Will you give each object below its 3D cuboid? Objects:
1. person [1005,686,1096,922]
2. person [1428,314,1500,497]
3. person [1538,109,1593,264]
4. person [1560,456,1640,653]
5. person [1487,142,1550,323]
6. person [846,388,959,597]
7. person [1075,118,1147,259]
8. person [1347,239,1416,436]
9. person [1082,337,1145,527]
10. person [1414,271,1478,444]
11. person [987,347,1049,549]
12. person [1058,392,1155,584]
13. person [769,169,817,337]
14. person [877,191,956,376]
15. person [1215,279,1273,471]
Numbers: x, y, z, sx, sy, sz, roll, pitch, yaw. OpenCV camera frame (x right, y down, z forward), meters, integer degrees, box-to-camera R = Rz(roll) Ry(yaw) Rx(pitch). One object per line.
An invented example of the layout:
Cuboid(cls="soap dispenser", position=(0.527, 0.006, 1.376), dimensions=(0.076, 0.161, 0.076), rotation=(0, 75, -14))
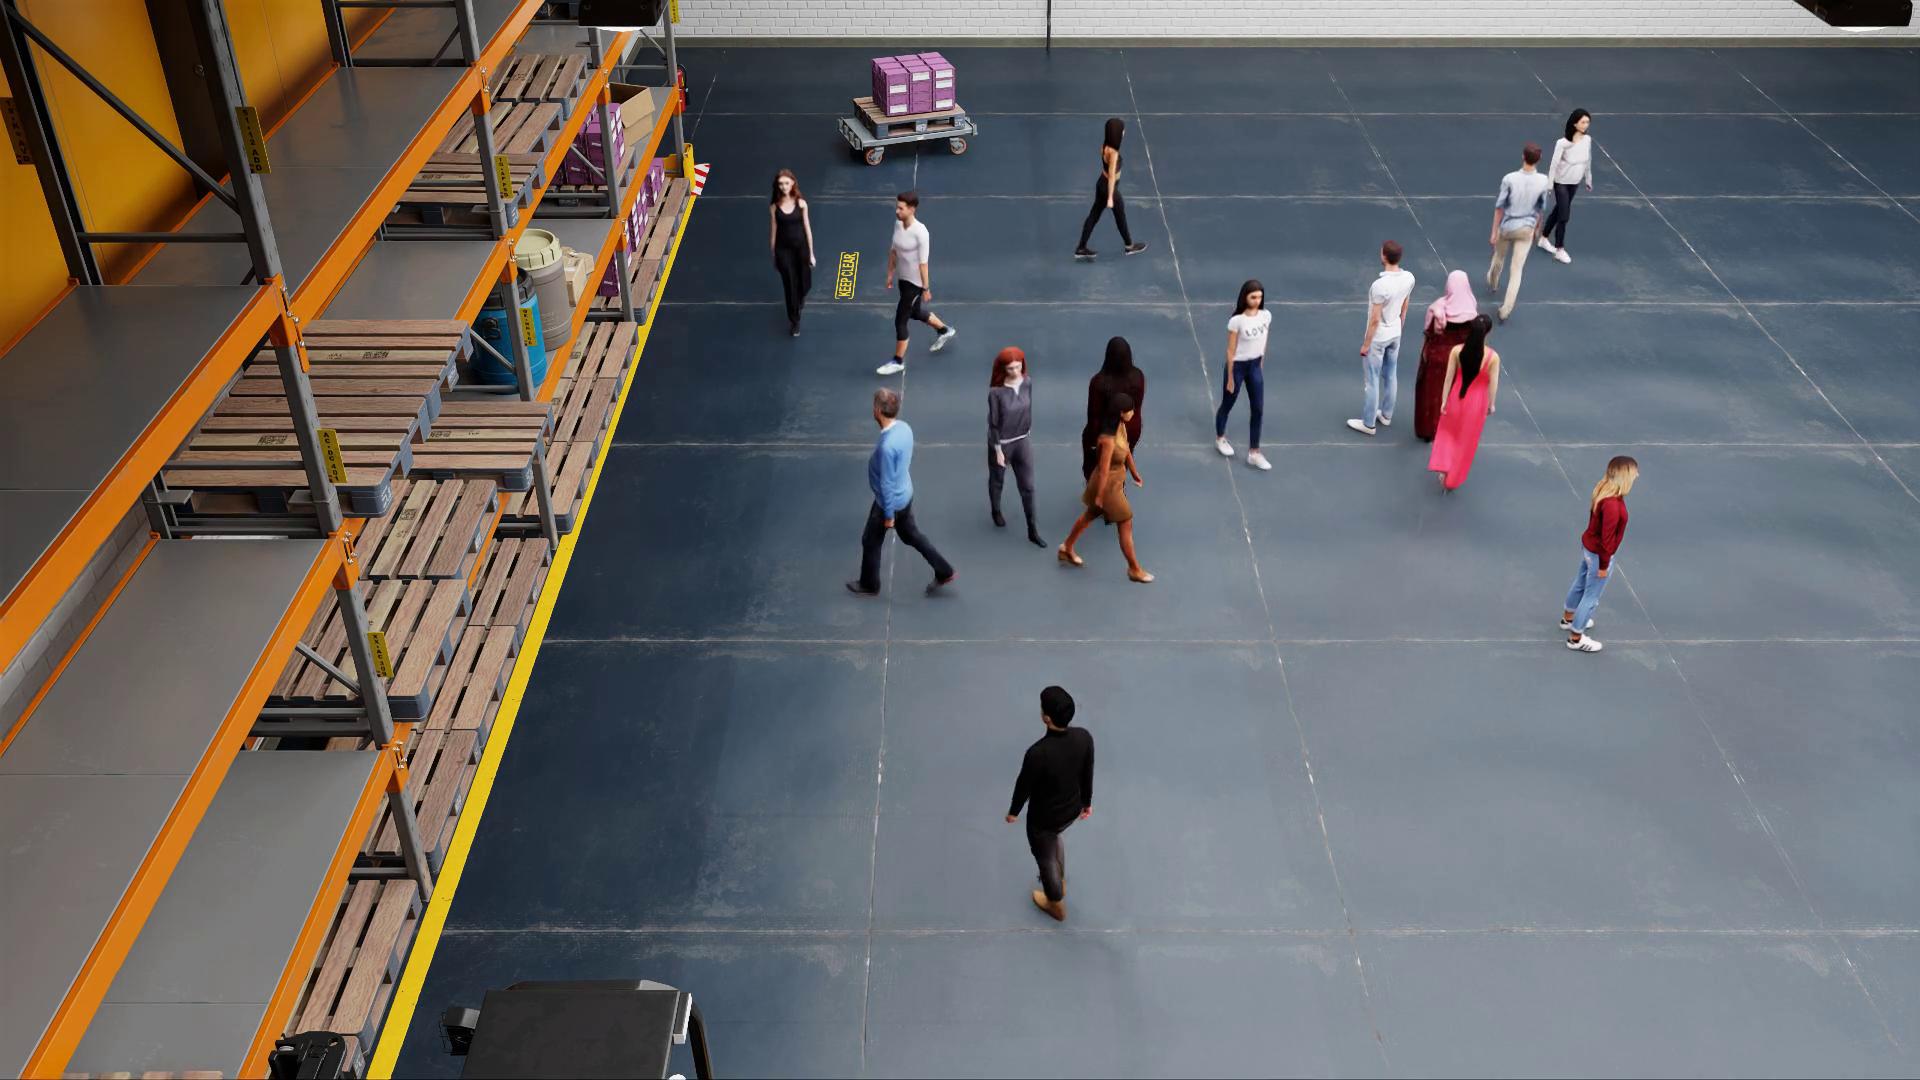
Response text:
Cuboid(cls="person", position=(0.601, 1.634, 10.039), dimensions=(0.764, 1.711, 0.813), rotation=(-25, 41, -33))
Cuboid(cls="person", position=(4.289, -1.100, 14.153), dimensions=(0.761, 1.710, 0.824), rotation=(18, 38, 25))
Cuboid(cls="person", position=(6.705, -4.004, 18.550), dimensions=(0.840, 1.679, 0.968), rotation=(-17, 37, -23))
Cuboid(cls="person", position=(4.779, 0.079, 12.450), dimensions=(0.671, 1.632, 0.472), rotation=(3, 34, 5))
Cuboid(cls="person", position=(5.736, -3.139, 17.134), dimensions=(0.833, 1.807, 1.233), rotation=(6, 34, 9))
Cuboid(cls="person", position=(-0.426, -0.322, 12.928), dimensions=(0.921, 1.772, 1.130), rotation=(7, 34, 10))
Cuboid(cls="person", position=(1.557, -3.841, 18.377), dimensions=(0.846, 1.599, 1.068), rotation=(-9, 35, -14))
Cuboid(cls="person", position=(3.860, -1.849, 15.153), dimensions=(0.733, 1.852, 0.756), rotation=(-23, 40, -30))
Cuboid(cls="person", position=(1.299, -0.841, 13.730), dimensions=(0.794, 1.747, 0.878), rotation=(-11, 35, -16))
Cuboid(cls="person", position=(4.367, -1.624, 15.013), dimensions=(0.841, 1.631, 0.980), rotation=(11, 35, 17))
Cuboid(cls="person", position=(0.349, -0.822, 13.710), dimensions=(0.861, 1.738, 1.070), rotation=(-15, 36, -21))
Cuboid(cls="person", position=(1.095, -0.414, 13.190), dimensions=(0.736, 1.635, 0.999), rotation=(7, 34, 10))
Cuboid(cls="person", position=(-1.711, -2.976, 16.954), dimensions=(0.682, 1.734, 0.915), rotation=(-5, 34, -8))
Cuboid(cls="person", position=(-0.393, -2.545, 16.231), dimensions=(1.174, 1.817, 1.241), rotation=(-20, 38, -27))
Cuboid(cls="person", position=(2.452, -1.520, 14.748), dimensions=(0.852, 1.751, 0.999), rotation=(-15, 37, -22))
